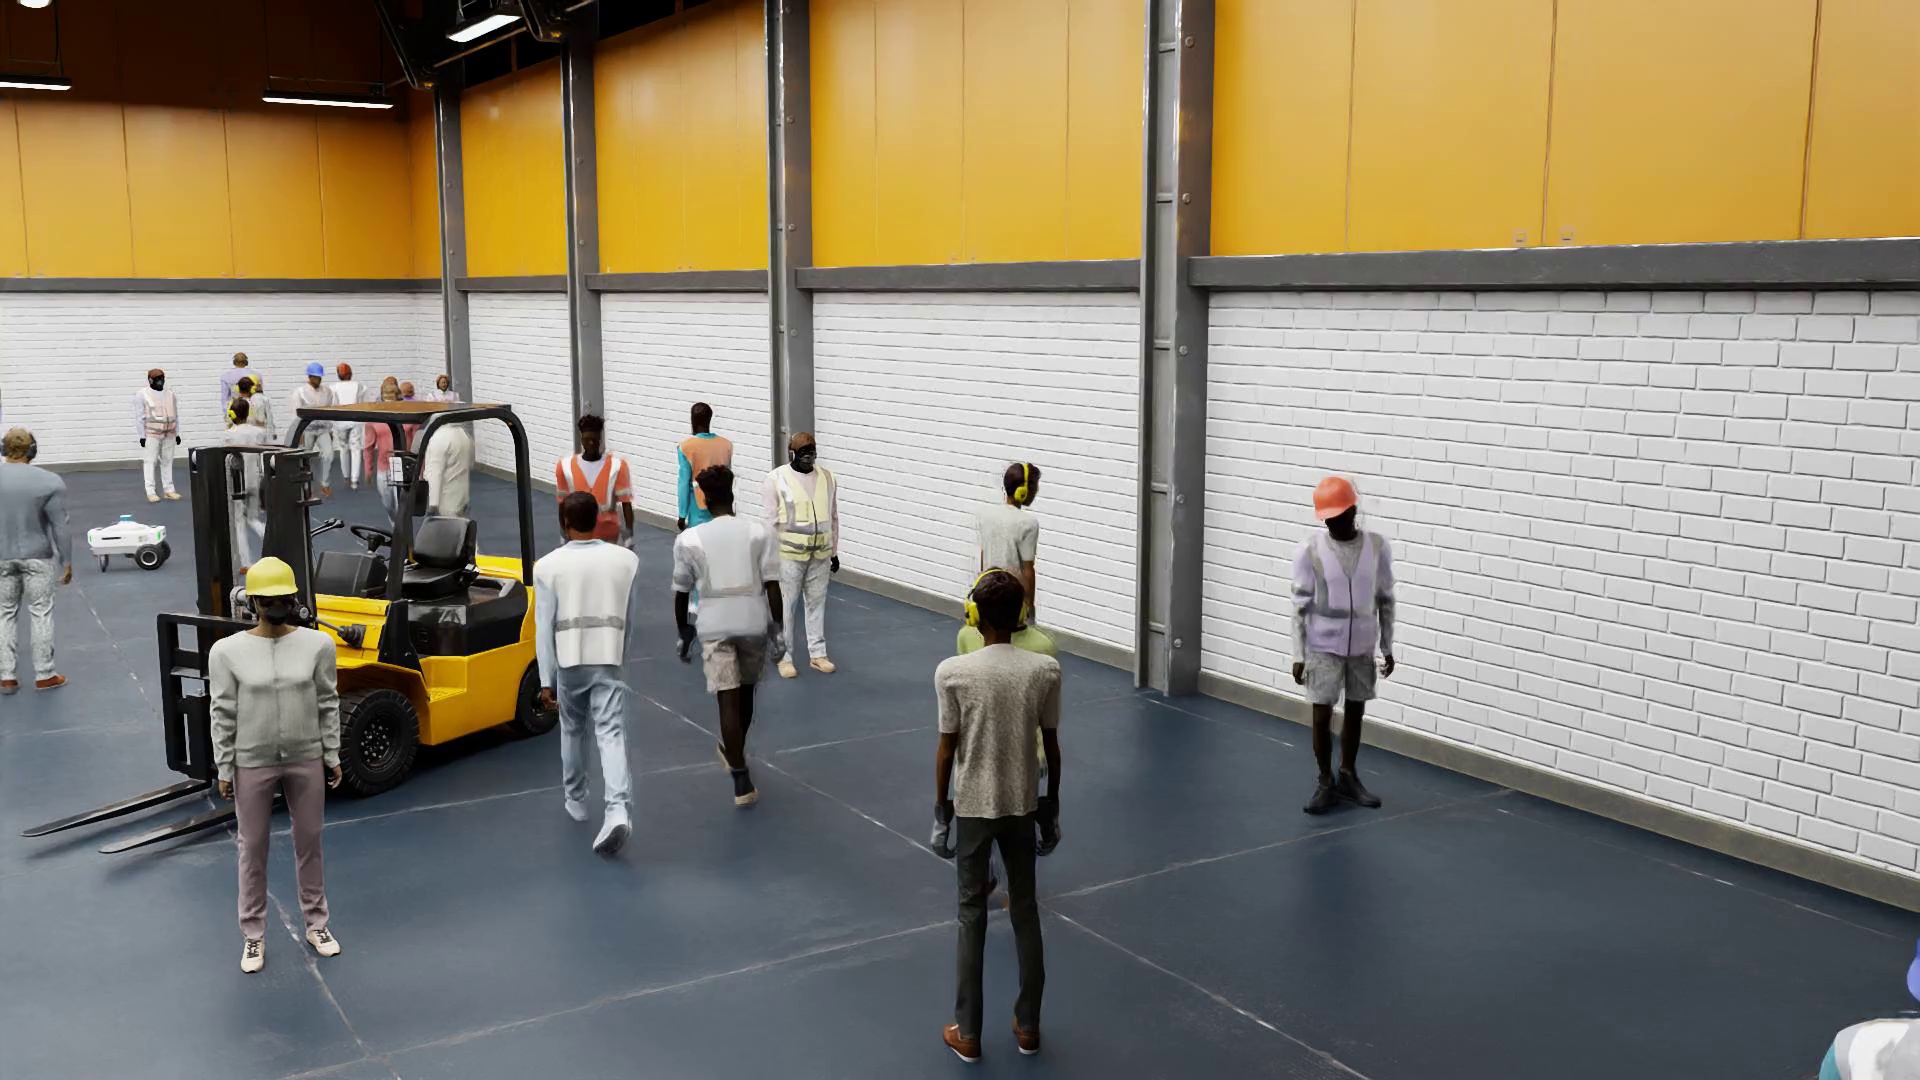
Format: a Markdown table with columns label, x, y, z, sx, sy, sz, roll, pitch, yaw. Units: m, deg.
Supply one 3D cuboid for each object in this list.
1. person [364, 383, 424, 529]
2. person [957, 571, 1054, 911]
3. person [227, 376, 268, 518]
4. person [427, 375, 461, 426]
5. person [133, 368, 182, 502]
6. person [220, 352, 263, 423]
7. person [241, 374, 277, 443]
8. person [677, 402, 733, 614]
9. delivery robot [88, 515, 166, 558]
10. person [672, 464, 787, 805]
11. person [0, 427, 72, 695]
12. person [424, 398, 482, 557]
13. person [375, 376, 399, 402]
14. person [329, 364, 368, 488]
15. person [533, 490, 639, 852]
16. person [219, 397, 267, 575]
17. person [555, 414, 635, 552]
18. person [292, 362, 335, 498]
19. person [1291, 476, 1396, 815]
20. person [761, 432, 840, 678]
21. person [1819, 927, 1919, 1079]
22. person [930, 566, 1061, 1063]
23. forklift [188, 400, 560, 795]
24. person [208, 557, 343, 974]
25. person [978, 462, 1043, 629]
| label | x | y | z | sx | sy | sz | roll | pitch | yaw |
| --- | --- | --- | --- | --- | --- | --- | --- | --- | --- |
| person | -6.250 | -0.795 | 18.438 | 0.640 | 1.912 | 0.922 | -1 | 8 | -6 |
| person | 0.192 | 0.941 | 7.673 | 0.522 | 1.613 | 0.499 | 4 | 9 | 25 |
| person | -9.194 | -1.207 | 21.518 | 0.510 | 1.814 | 0.992 | -1 | 9 | -7 |
| person | -7.908 | -1.715 | 25.508 | 0.514 | 1.641 | 0.308 | -5 | 10 | -32 |
| person | -11.120 | -1.461 | 23.117 | 0.430 | 1.844 | 0.624 | 5 | 10 | 31 |
| person | -11.572 | -2.064 | 26.858 | 0.633 | 1.938 | 0.356 | -3 | 9 | -22 |
| person | -10.357 | -1.580 | 24.379 | 0.491 | 1.708 | 0.851 | 1 | 9 | 8 |
| person | -2.275 | -0.282 | 14.968 | 0.389 | 1.910 | 0.584 | 7 | 11 | 41 |
| delivery robot | -8.704 | -0.016 | 17.382 | 0.707 | 0.478 | 0.477 | -3 | 9 | -17 |
| person | -1.344 | 0.518 | 9.628 | 0.617 | 1.880 | 1.039 | -2 | 9 | -15 |
| person | -6.743 | 0.150 | 11.989 | 0.645 | 1.925 | 0.376 | -2 | 9 | -13 |
| person | -4.816 | -0.410 | 15.862 | 0.676 | 1.891 | 0.649 | 1 | 8 | 4 |
| person | -8.564 | -1.647 | 25.066 | 0.505 | 1.632 | 0.269 | 3 | 9 | 18 |
| person | -9.101 | -1.707 | 24.799 | 0.598 | 1.824 | 1.047 | -3 | 9 | -22 |
| person | -1.940 | 0.674 | 8.786 | 0.573 | 1.844 | 1.035 | -3 | 9 | -20 |
| person | -7.239 | -0.532 | 16.882 | 0.540 | 1.845 | 0.525 | 6 | 10 | 36 |
| person | -2.978 | -0.082 | 13.619 | 0.620 | 1.914 | 1.016 | -1 | 9 | -10 |
| person | -8.968 | -1.502 | 23.118 | 0.604 | 1.926 | 0.594 | -8 | 11 | -42 |
| person | 2.109 | 0.584 | 9.183 | 0.594 | 1.898 | 0.496 | 0 | 8 | -3 |
| person | -1.179 | 0.106 | 12.561 | 0.626 | 1.844 | 0.429 | -5 | 10 | -32 |
| person | 1.751 | 1.500 | 2.893 | 0.605 | 1.925 | 0.453 | 7 | 11 | 41 |
| person | 0.137 | 1.031 | 6.274 | 0.503 | 1.860 | 0.311 | -3 | 9 | -17 |
| forklift | -3.529 | 0.258 | 10.348 | 1.214 | 2.155 | 2.313 | 4 | 9 | 25 |
| person | -2.917 | 0.947 | 7.131 | 0.525 | 1.772 | 0.305 | -5 | 10 | -32 |
| person | 0.359 | 0.418 | 10.517 | 0.490 | 1.829 | 0.751 | 5 | 10 | 31 |
